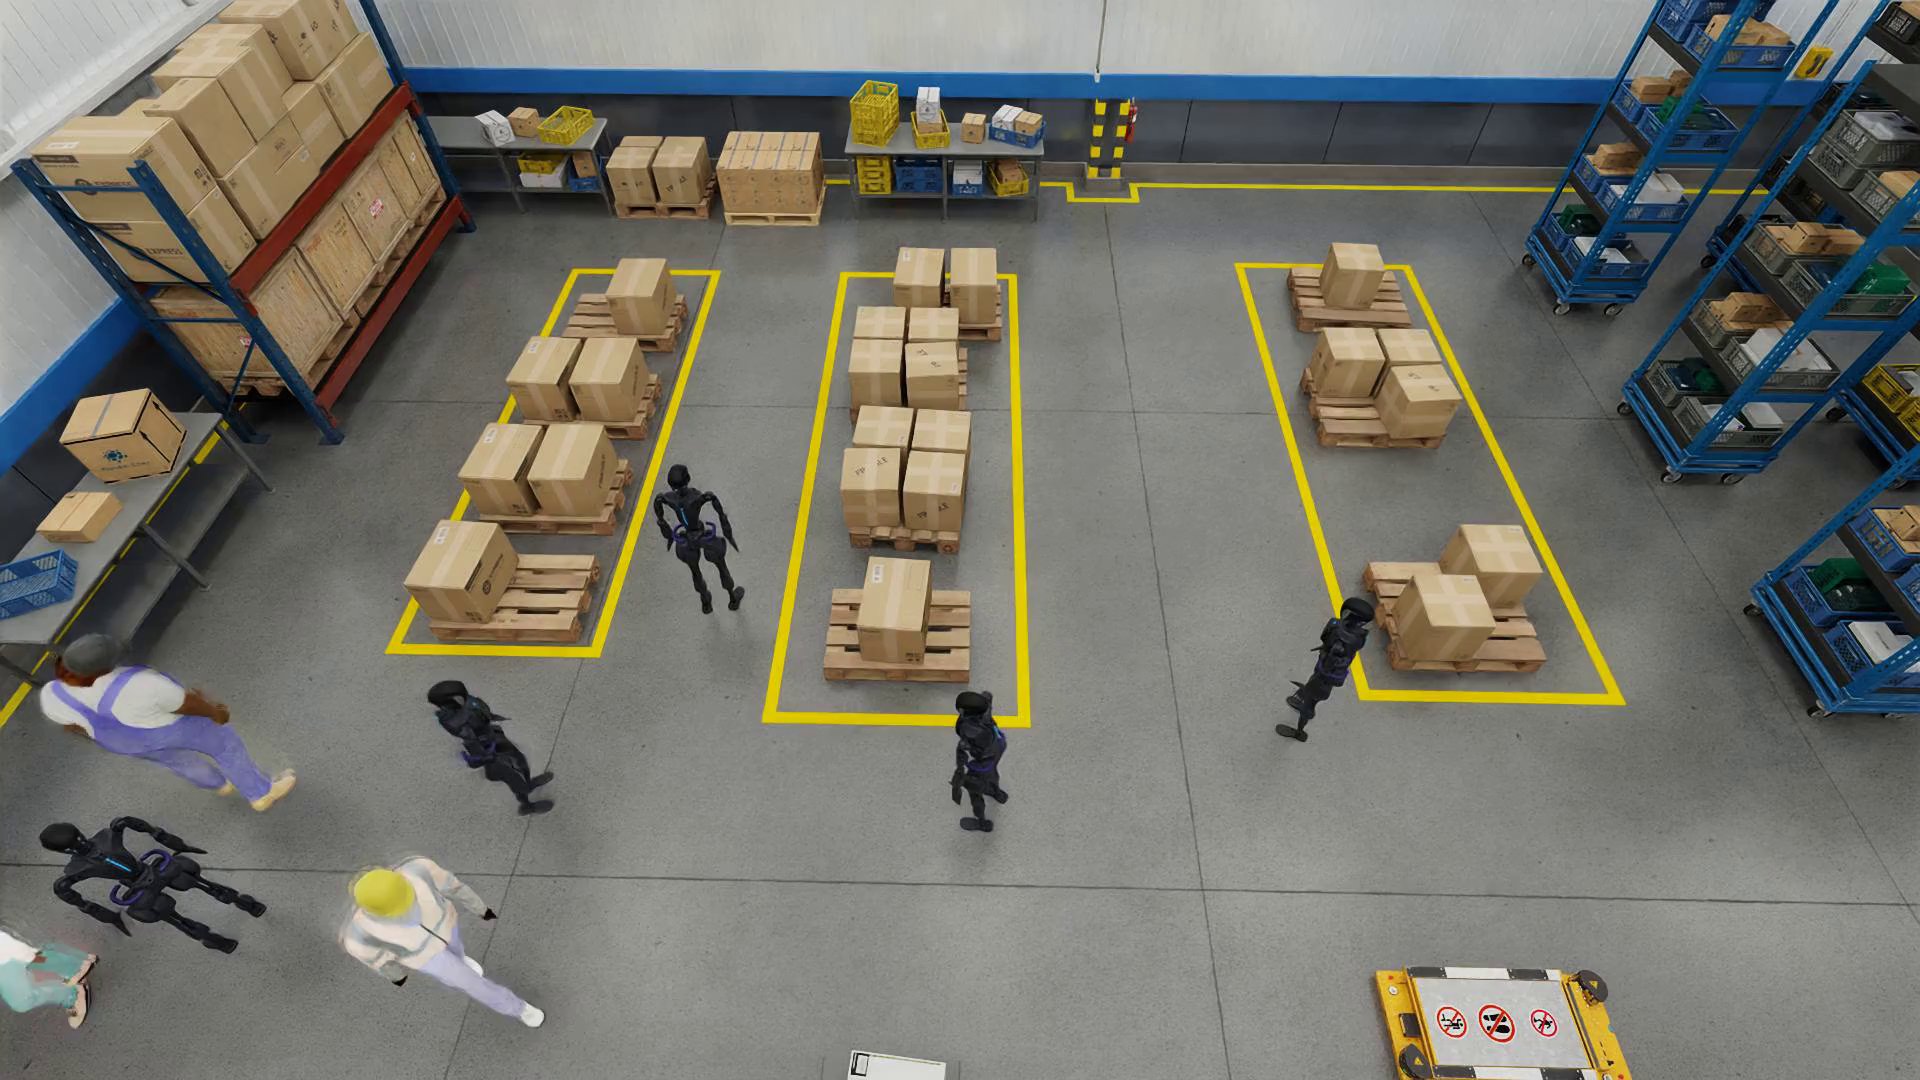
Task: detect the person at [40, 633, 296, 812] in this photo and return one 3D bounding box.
[{"bbox_3d":[-5.503,1.257,6.319,0.778,2.000,0.614,-12,52,-10],"label":"person"}]

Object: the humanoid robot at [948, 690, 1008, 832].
[{"bbox_3d":[0.132,1.514,6.346,0.372,1.647,0.595,20,54,16],"label":"humanoid robot"}]

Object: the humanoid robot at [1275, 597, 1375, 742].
[{"bbox_3d":[2.697,0.942,6.800,0.327,1.657,0.589,25,55,19],"label":"humanoid robot"}]

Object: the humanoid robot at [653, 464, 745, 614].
[{"bbox_3d":[-2.159,0.000,7.568,0.590,1.657,0.328,-3,51,-3],"label":"humanoid robot"}]

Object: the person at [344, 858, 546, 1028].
[{"bbox_3d":[-3.088,2.403,5.489,0.988,1.864,0.602,17,53,13],"label":"person"}]

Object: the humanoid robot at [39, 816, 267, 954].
[{"bbox_3d":[-5.113,2.179,5.799,0.316,1.653,0.580,15,52,12],"label":"humanoid robot"}]

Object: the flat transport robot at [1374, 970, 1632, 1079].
[{"bbox_3d":[3.501,3.133,5.914,1.431,0.197,0.652,1,51,1],"label":"flat transport robot"}]

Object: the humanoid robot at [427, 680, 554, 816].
[{"bbox_3d":[-3.263,1.441,6.399,0.316,1.660,0.616,-23,54,-18],"label":"humanoid robot"}]

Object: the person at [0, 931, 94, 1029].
[{"bbox_3d":[-5.875,2.540,5.459,0.652,1.733,0.561,-2,51,-2],"label":"person"}]
